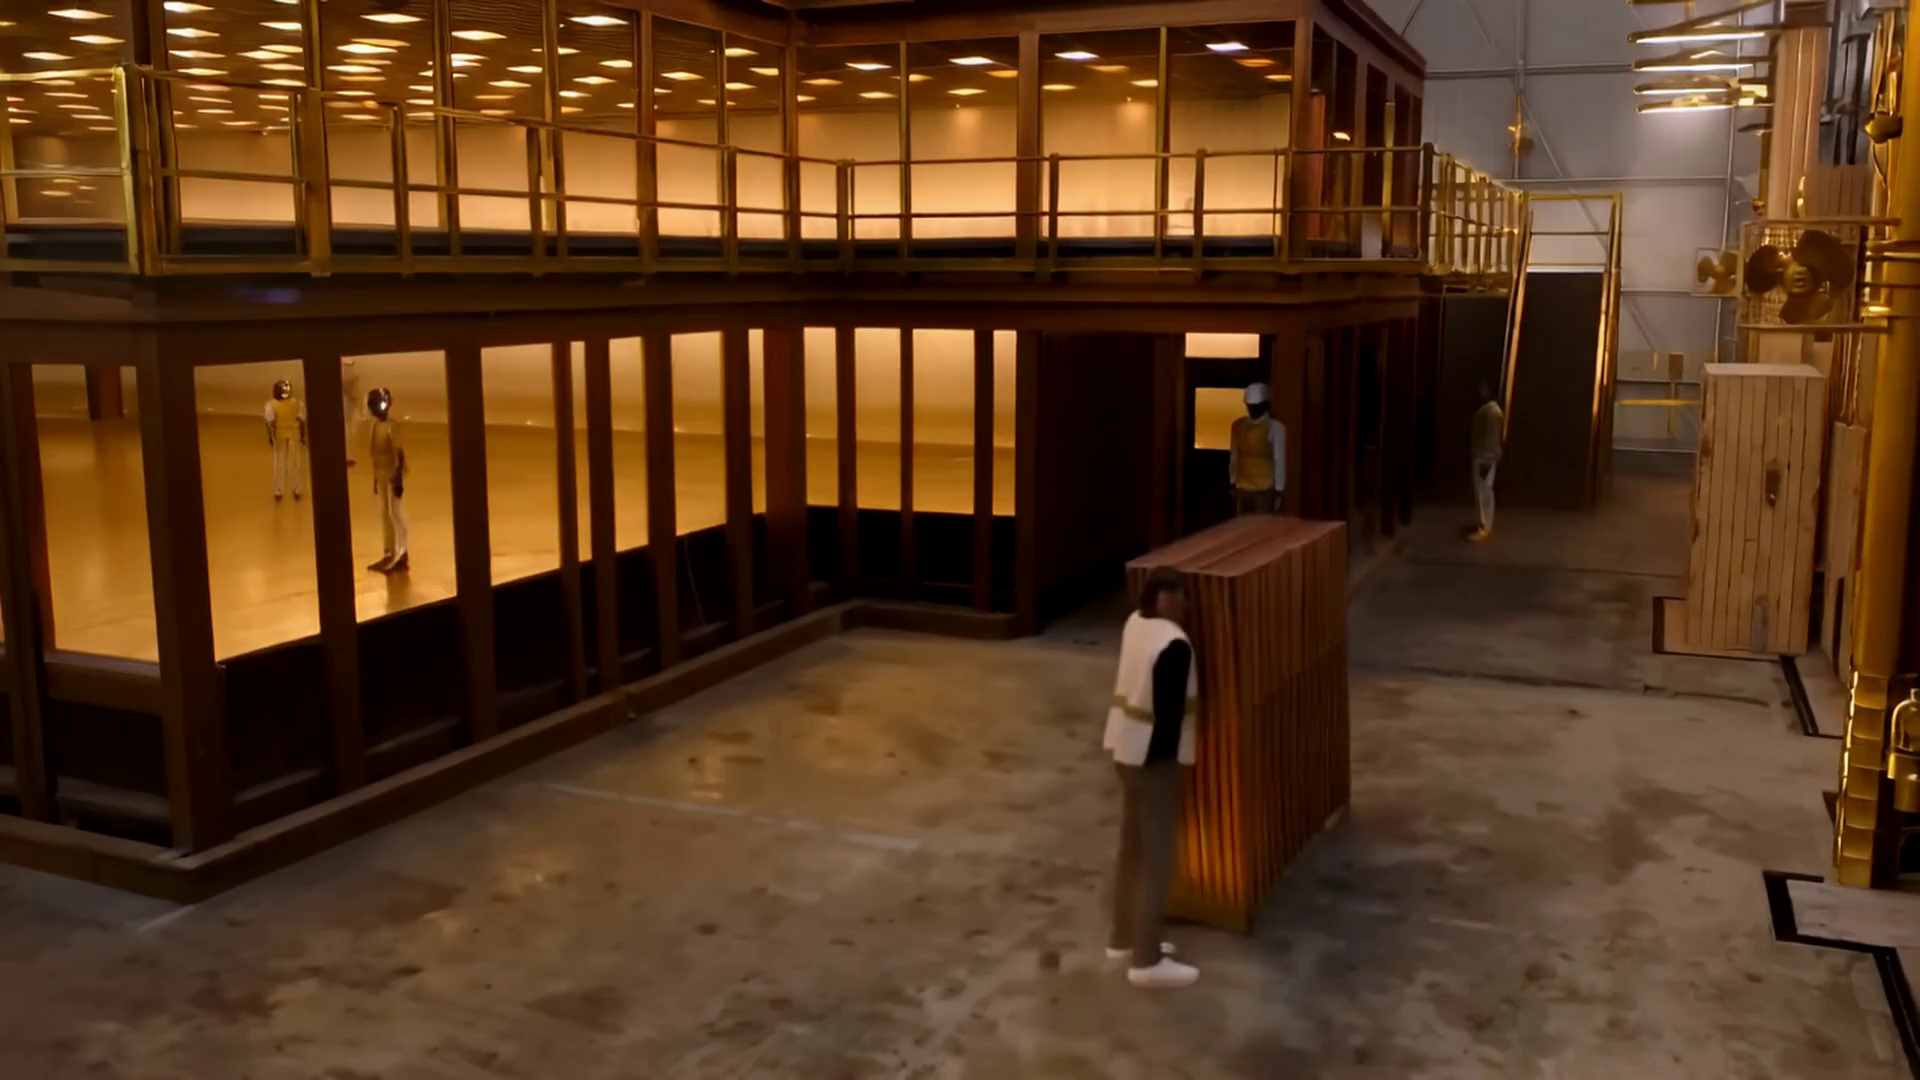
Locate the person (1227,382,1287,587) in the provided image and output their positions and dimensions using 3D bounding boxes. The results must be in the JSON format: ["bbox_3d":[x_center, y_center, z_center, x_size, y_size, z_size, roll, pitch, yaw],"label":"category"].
[{"bbox_3d":[2.869,-0.541,16.165,0.612,1.986,0.407,8,12,41],"label":"person"}]

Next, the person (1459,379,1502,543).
[{"bbox_3d":[5.866,-0.886,18.731,0.430,1.845,0.622,1,9,8],"label":"person"}]

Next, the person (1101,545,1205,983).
[{"bbox_3d":[0.827,0.957,7.178,0.401,1.907,0.607,-2,9,-12],"label":"person"}]
